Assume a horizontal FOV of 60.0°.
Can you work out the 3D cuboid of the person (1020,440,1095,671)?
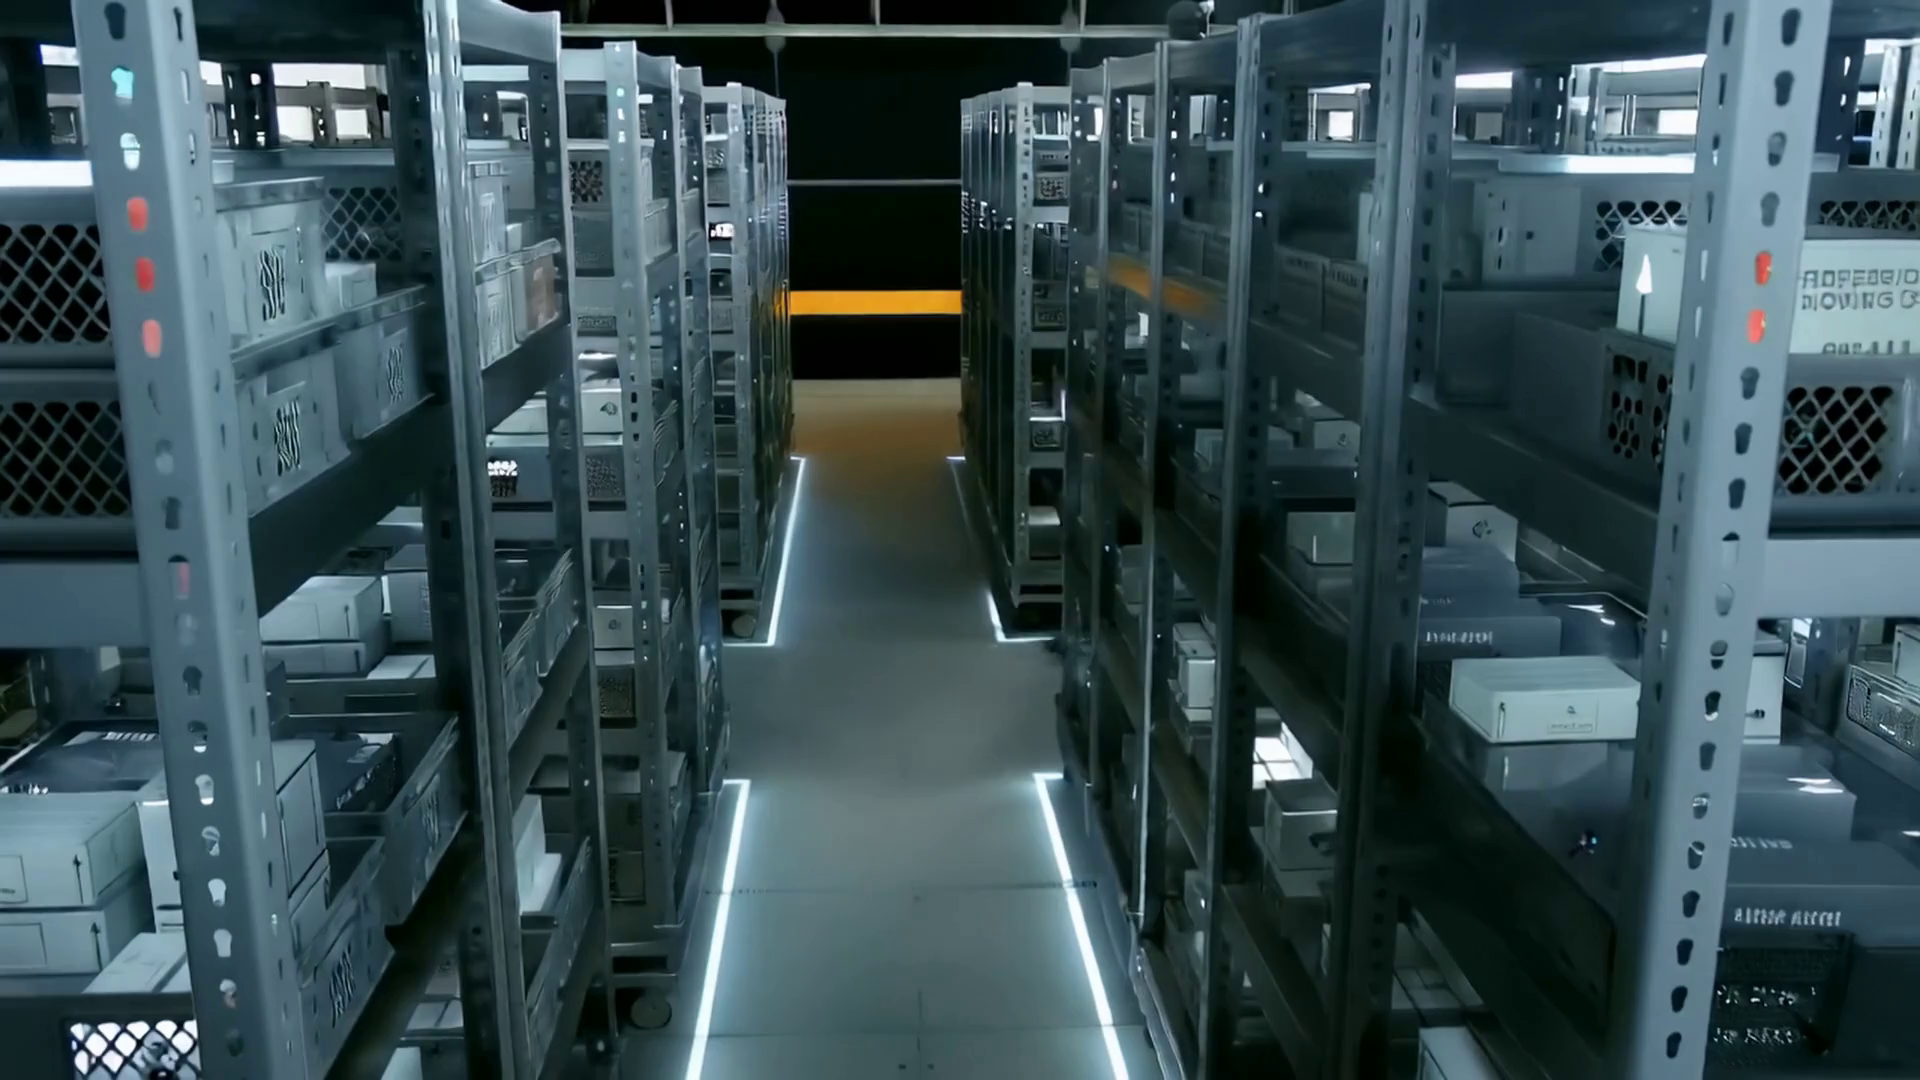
[{"bbox_3d":[0.852,-0.064,10.320,0.927,1.781,0.614,-1,14,-4],"label":"person"}]
